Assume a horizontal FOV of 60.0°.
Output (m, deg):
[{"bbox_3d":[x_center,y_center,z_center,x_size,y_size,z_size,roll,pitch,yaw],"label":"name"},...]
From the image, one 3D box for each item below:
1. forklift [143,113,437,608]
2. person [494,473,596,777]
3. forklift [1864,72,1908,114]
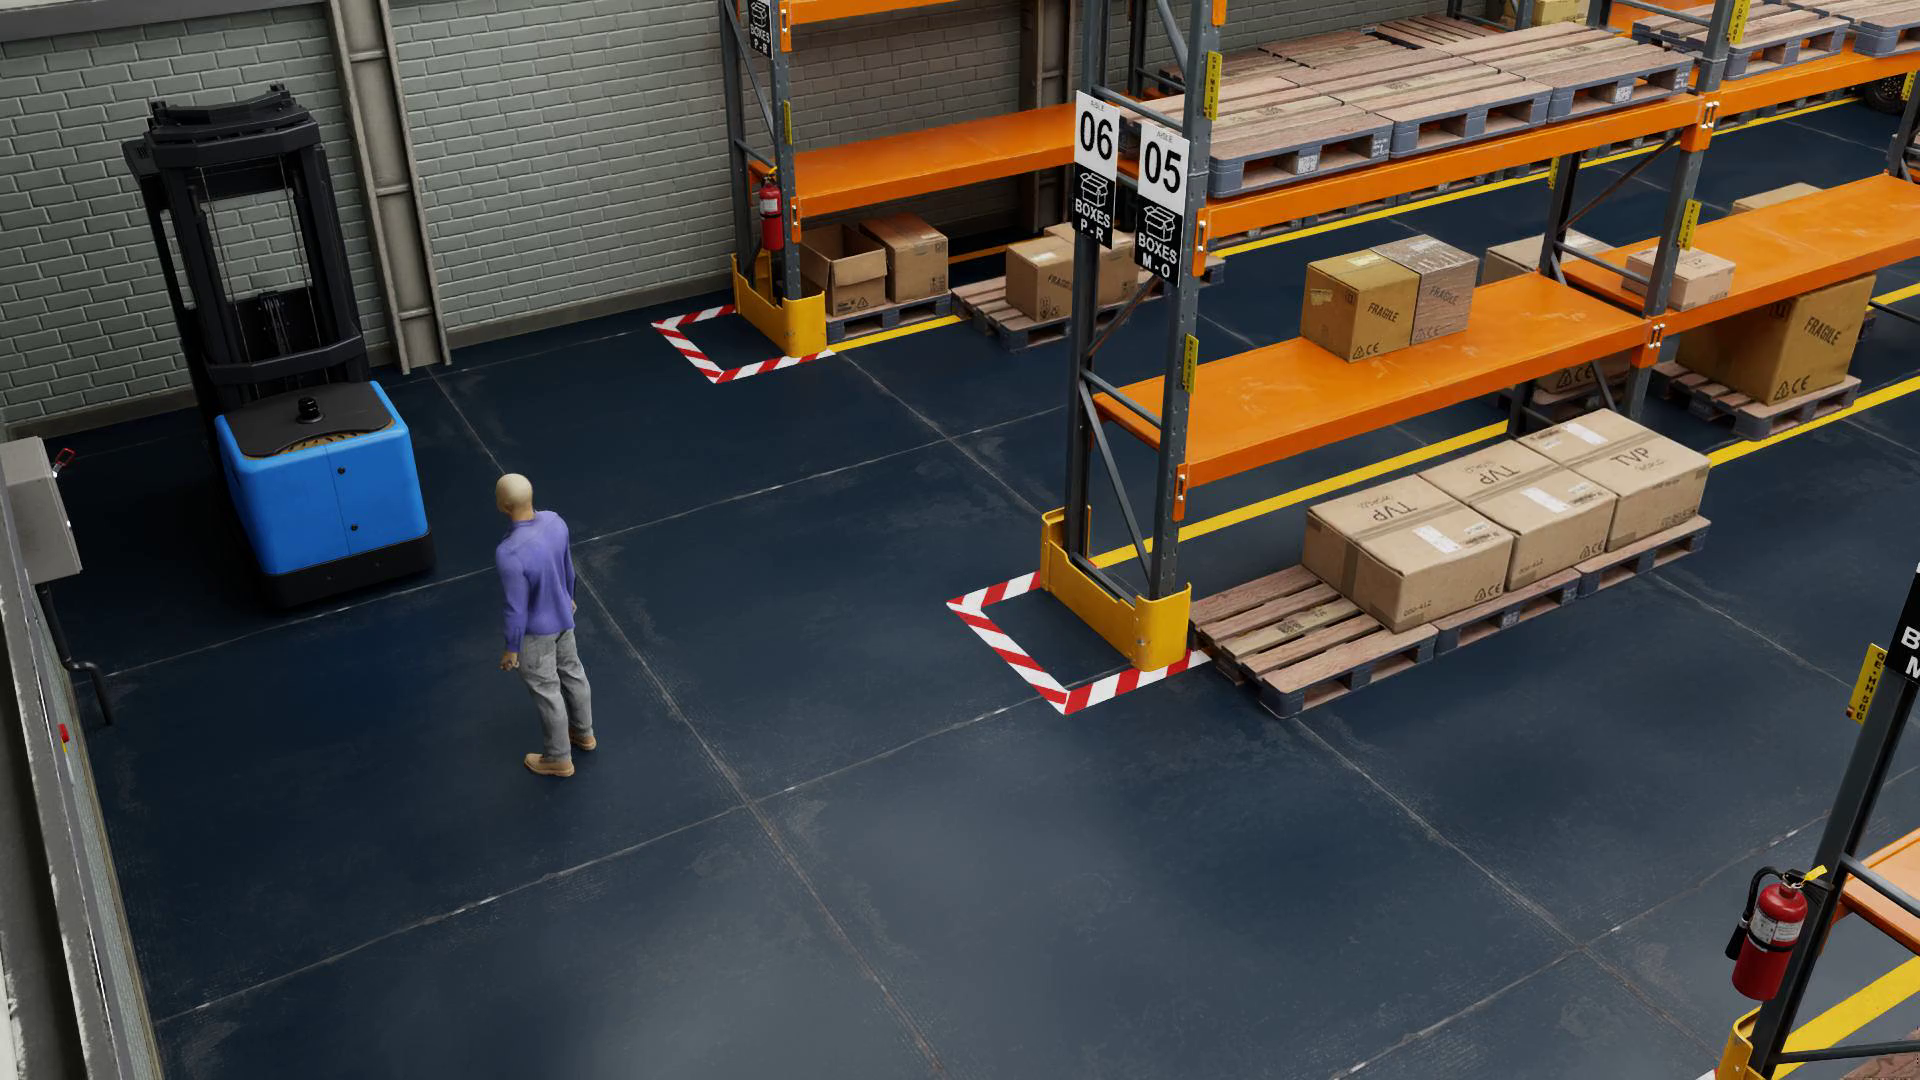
[{"bbox_3d":[-4.289,-1.259,10.509,1.129,2.768,1.873,-17,36,-26],"label":"forklift"},{"bbox_3d":[-2.184,0.454,8.754,0.375,1.796,0.602,12,34,18],"label":"person"},{"bbox_3d":[11.468,-5.645,18.244,1.214,2.155,2.313,-17,36,-26],"label":"forklift"}]
